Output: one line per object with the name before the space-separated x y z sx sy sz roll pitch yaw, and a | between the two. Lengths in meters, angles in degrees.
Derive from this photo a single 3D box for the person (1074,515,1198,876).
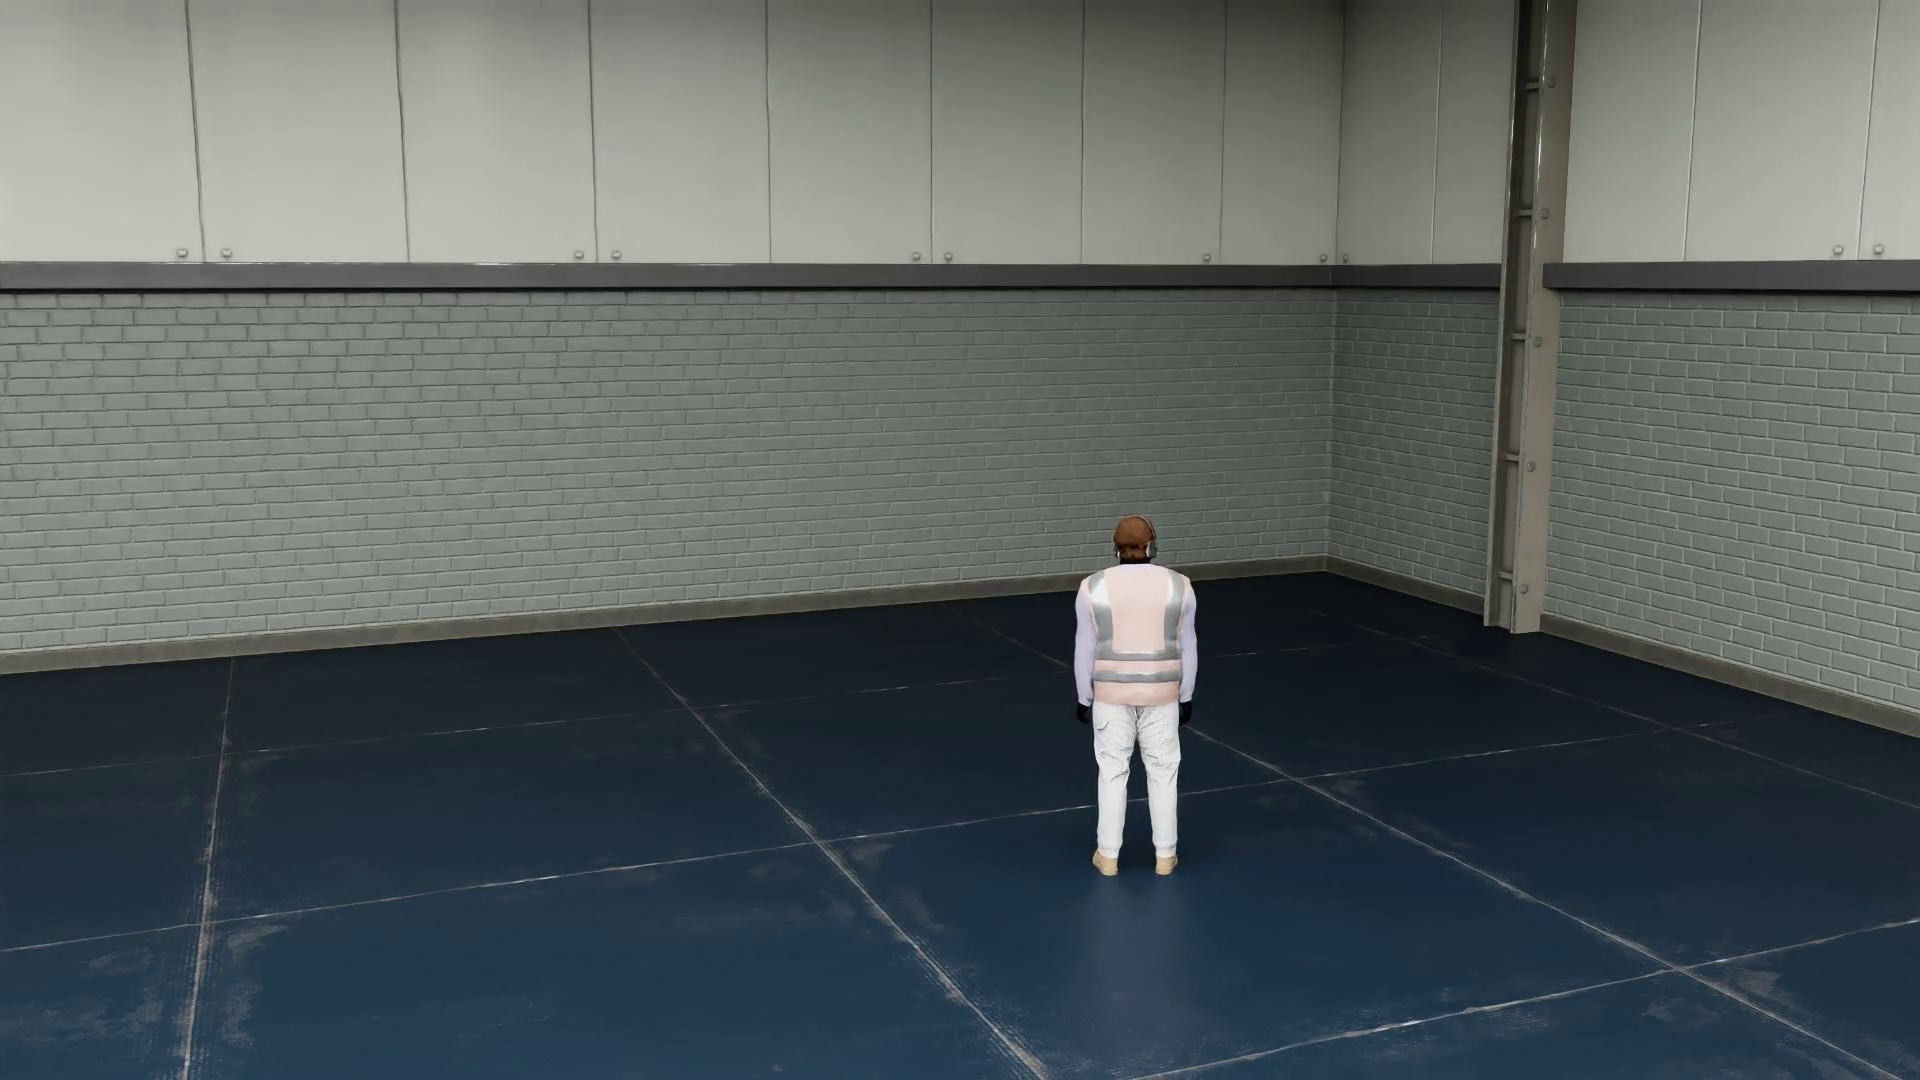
person | 0.884 0.788 8.412 0.619 1.838 0.430 0 9 1
